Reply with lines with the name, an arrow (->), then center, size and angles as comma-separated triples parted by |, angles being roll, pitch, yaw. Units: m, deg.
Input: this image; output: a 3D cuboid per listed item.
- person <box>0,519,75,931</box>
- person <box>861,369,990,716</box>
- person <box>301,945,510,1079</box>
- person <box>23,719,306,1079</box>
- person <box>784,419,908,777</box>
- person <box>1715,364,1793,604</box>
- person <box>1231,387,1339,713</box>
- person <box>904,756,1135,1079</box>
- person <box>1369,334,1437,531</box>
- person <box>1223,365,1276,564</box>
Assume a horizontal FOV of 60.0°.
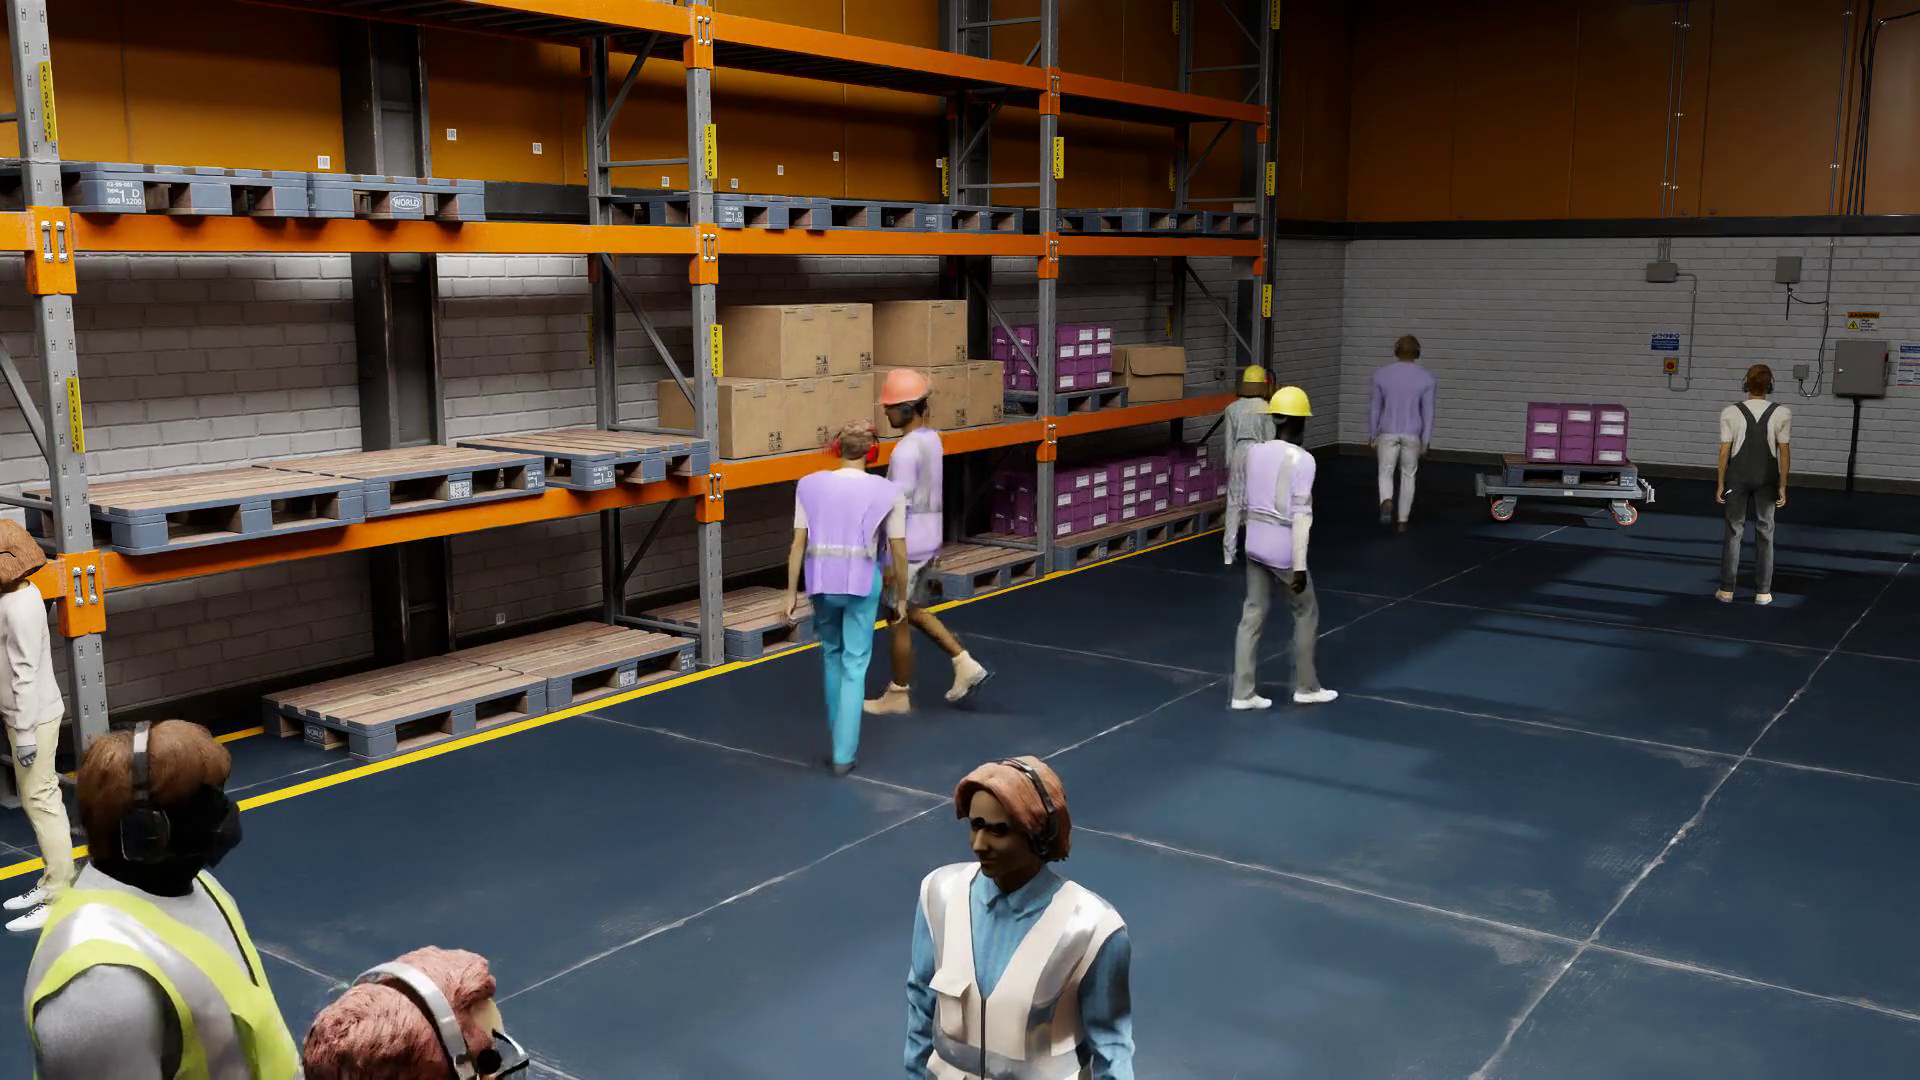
person -> -3.697, 0.722, 6.578 | 0.277, 1.629, 0.496 | -6, 11, -31
person -> -0.232, 0.033, 9.524 | 0.638, 2.022, 0.622 | 2, 10, 13
person -> -0.601, 1.383, 1.973 | 0.660, 1.849, 1.018 | 6, 11, 31
person -> -1.387, 1.219, 2.984 | 0.429, 1.841, 0.642 | -3, 10, -17
person -> -0.570, 0.282, 8.644 | 0.603, 1.807, 0.719 | 2, 10, 10
person -> 6.067, -0.425, 12.750 | 0.508, 1.846, 0.345 | 4, 10, 21
person -> 1.918, 0.058, 9.718 | 0.821, 1.892, 0.612 | -6, 11, -32
person -> 0.112, 1.240, 3.444 | 0.523, 1.639, 0.306 | 6, 11, 32
person -> 4.246, -1.014, 16.012 | 0.630, 1.927, 0.623 | 3, 10, 18
person -> 2.512, -0.637, 14.350 | 0.484, 1.734, 0.335 | 7, 12, 34
